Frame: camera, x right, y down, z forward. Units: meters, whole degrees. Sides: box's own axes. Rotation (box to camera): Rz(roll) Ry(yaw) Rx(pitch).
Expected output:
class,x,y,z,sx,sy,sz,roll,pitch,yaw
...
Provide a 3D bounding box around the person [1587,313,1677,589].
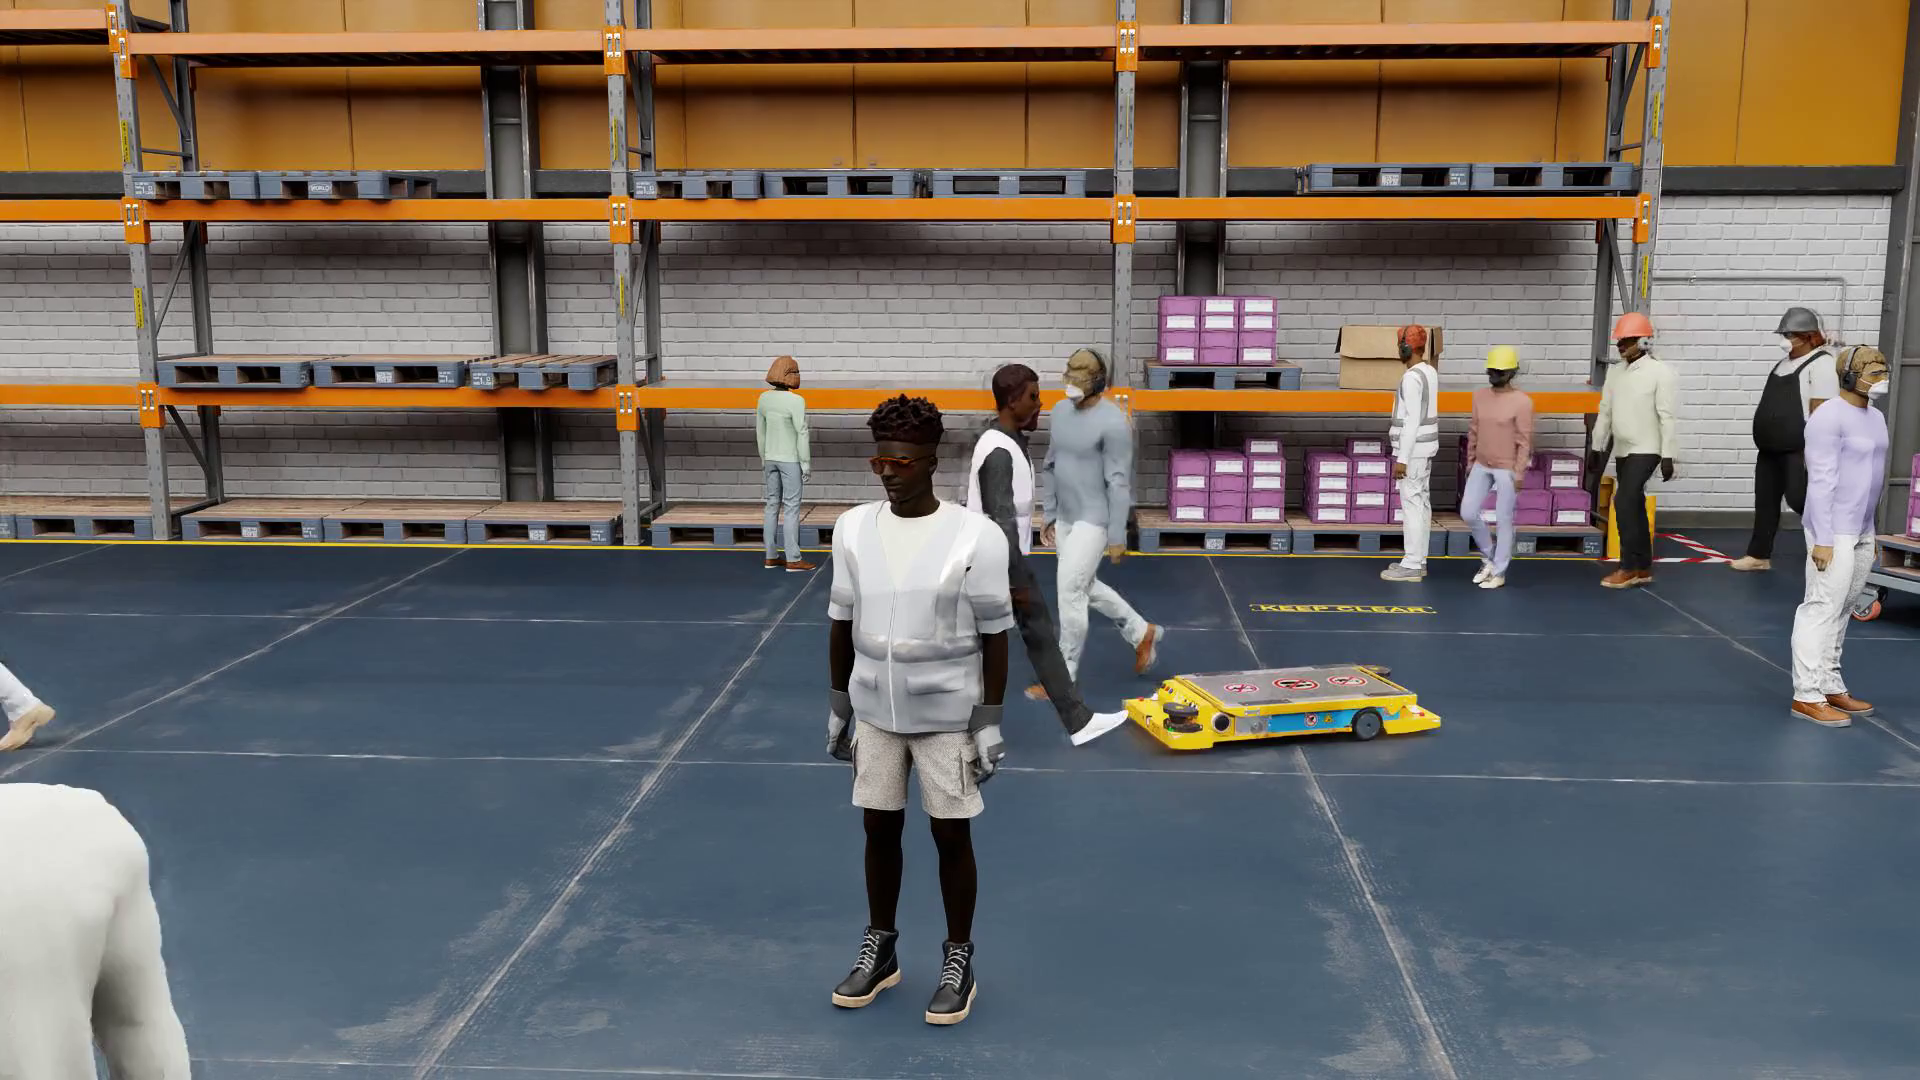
class,x,y,z,sx,sy,sz,roll,pitch,yaw
person,4.784,-0.634,11.944,0.725,1.965,0.622,-3,10,-16

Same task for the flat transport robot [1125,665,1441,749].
class,x,y,z,sx,sy,sz,roll,pitch,yaw
flat transport robot,1.618,0.825,8.383,1.431,0.197,0.652,-2,10,-14

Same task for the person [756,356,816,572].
class,x,y,z,sx,sy,sz,roll,pitch,yaw
person,-1.325,-0.578,12.613,0.508,1.632,0.270,8,13,40

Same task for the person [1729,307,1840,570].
class,x,y,z,sx,sy,sz,roll,pitch,yaw
person,6.318,-0.758,12.476,0.784,2.000,0.691,-1,10,-9

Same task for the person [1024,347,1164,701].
class,x,y,z,sx,sy,sz,roll,pitch,yaw
person,0.761,-0.096,9.007,0.857,1.911,0.645,-5,11,-28

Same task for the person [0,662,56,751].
class,x,y,z,sx,sy,sz,roll,pitch,yaw
person,-4.760,0.173,7.719,0.910,1.814,0.630,-7,12,-36

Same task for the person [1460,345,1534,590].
class,x,y,z,sx,sy,sz,roll,pitch,yaw
person,3.809,-0.510,11.849,0.365,1.750,0.553,-7,12,-35

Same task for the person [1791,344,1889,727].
class,x,y,z,sx,sy,sz,roll,pitch,yaw
person,4.523,-0.030,8.513,0.631,1.940,0.372,-8,13,-40

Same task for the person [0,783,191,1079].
class,x,y,z,sx,sy,sz,roll,pitch,yaw
person,-1.375,1.049,2.341,0.529,1.897,0.663,8,13,39

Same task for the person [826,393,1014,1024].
class,x,y,z,sx,sy,sz,roll,pitch,yaw
person,-0.145,0.524,5.189,0.616,1.964,0.361,4,11,23

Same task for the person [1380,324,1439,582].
class,x,y,z,sx,sy,sz,roll,pitch,yaw
person,3.319,-0.636,12.217,0.356,1.885,0.573,5,11,29

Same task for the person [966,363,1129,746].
class,x,y,z,sx,sy,sz,roll,pitch,yaw
person,0.298,0.105,7.906,0.999,1.868,0.620,2,10,10
